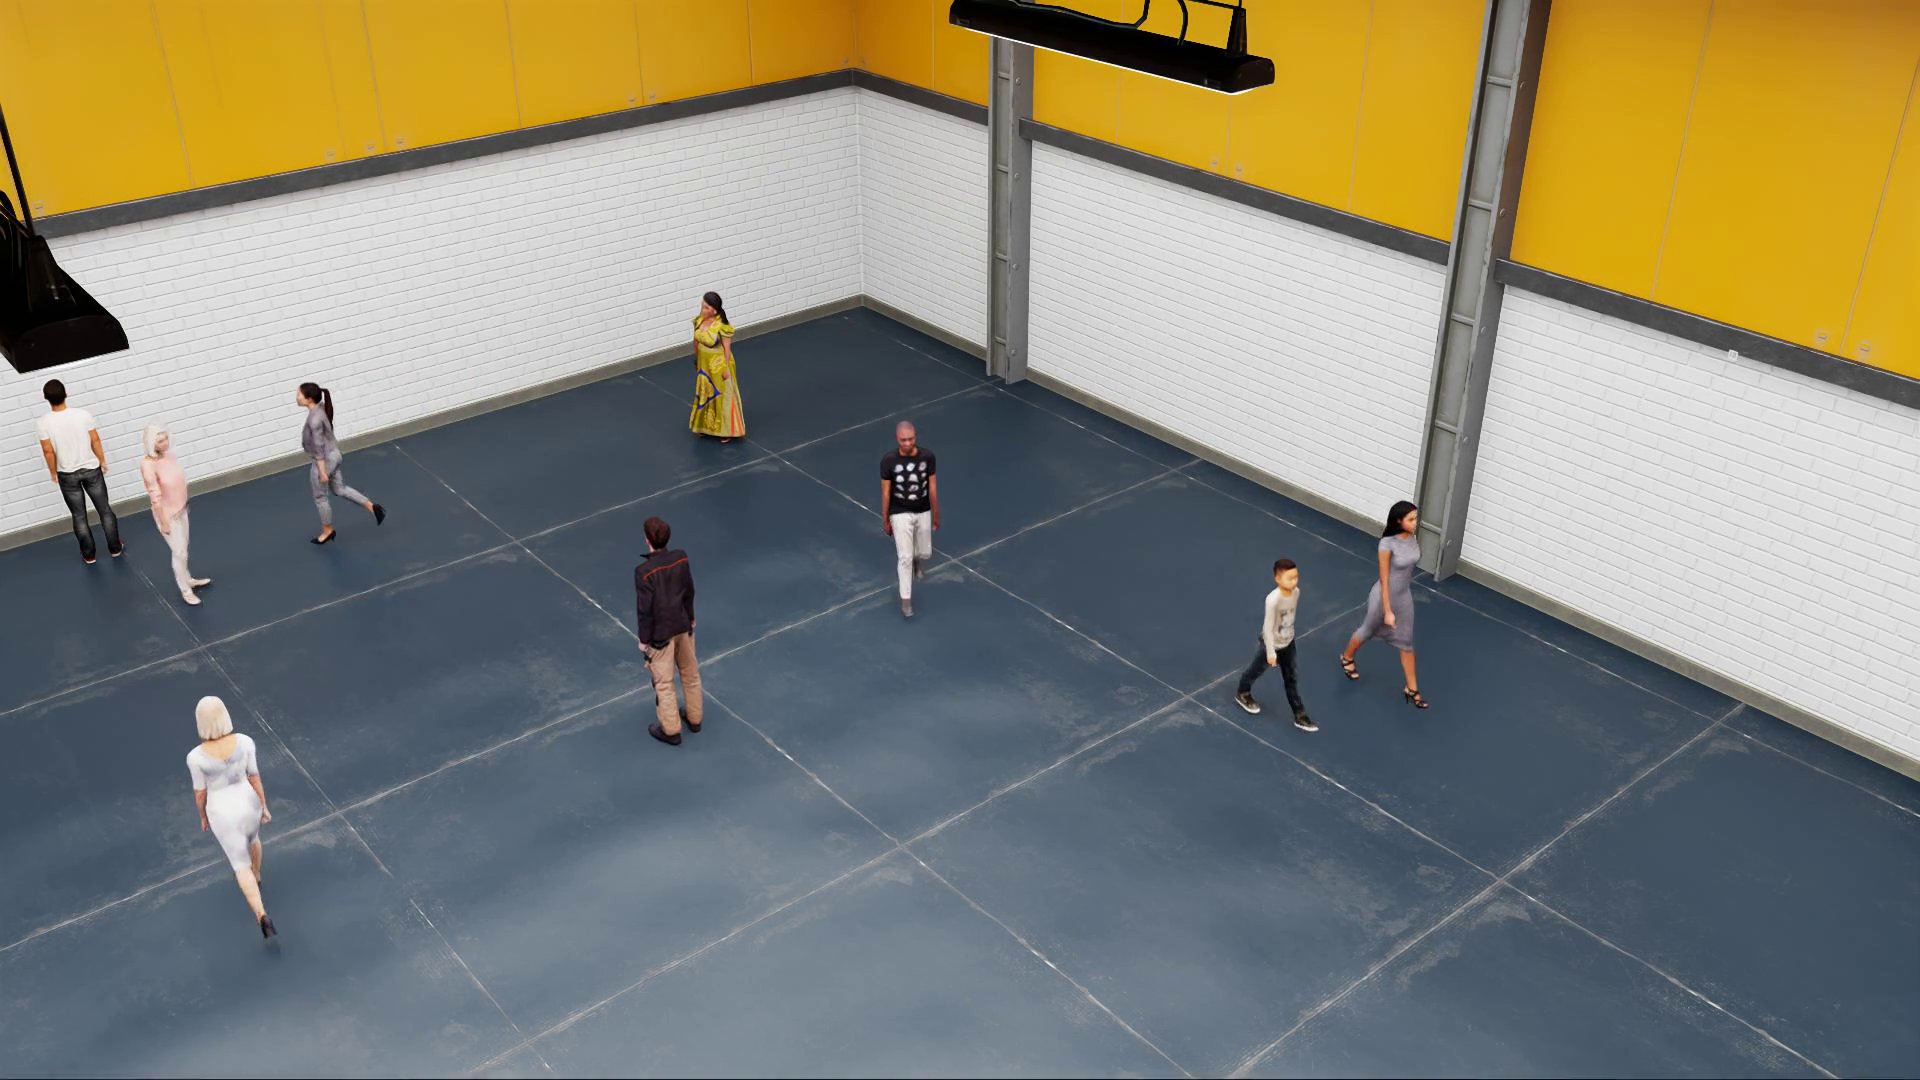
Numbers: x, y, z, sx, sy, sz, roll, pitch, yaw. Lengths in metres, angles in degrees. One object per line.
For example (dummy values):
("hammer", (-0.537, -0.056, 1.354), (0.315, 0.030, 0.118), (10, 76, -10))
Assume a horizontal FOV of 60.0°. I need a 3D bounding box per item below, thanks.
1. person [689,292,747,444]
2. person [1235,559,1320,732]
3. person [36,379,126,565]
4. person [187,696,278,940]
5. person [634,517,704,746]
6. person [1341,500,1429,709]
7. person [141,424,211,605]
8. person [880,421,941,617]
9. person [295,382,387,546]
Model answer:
("person", (-2.620, -1.864, 17.747), (0.868, 1.660, 1.022), (15, 32, 26))
("person", (2.440, 0.791, 13.121), (0.578, 1.429, 0.992), (-20, 35, -32))
("person", (-8.145, -0.645, 15.362), (0.663, 1.805, 0.571), (-17, 33, -28))
("person", (-4.723, 1.841, 10.900), (0.599, 1.713, 1.090), (-21, 35, -33))
("person", (-2.247, 0.696, 12.777), (0.705, 1.925, 0.614), (-25, 37, -38))
("person", (3.370, 0.482, 13.374), (0.689, 1.728, 1.138), (-17, 33, -28))
("person", (-7.007, -0.265, 14.756), (0.756, 1.717, 0.678), (-4, 29, -7))
("person", (-0.444, -0.254, 14.665), (0.939, 1.786, 1.095), (-6, 29, -10))
("person", (-5.889, -0.724, 15.661), (0.984, 1.657, 1.001), (-4, 29, -7))
